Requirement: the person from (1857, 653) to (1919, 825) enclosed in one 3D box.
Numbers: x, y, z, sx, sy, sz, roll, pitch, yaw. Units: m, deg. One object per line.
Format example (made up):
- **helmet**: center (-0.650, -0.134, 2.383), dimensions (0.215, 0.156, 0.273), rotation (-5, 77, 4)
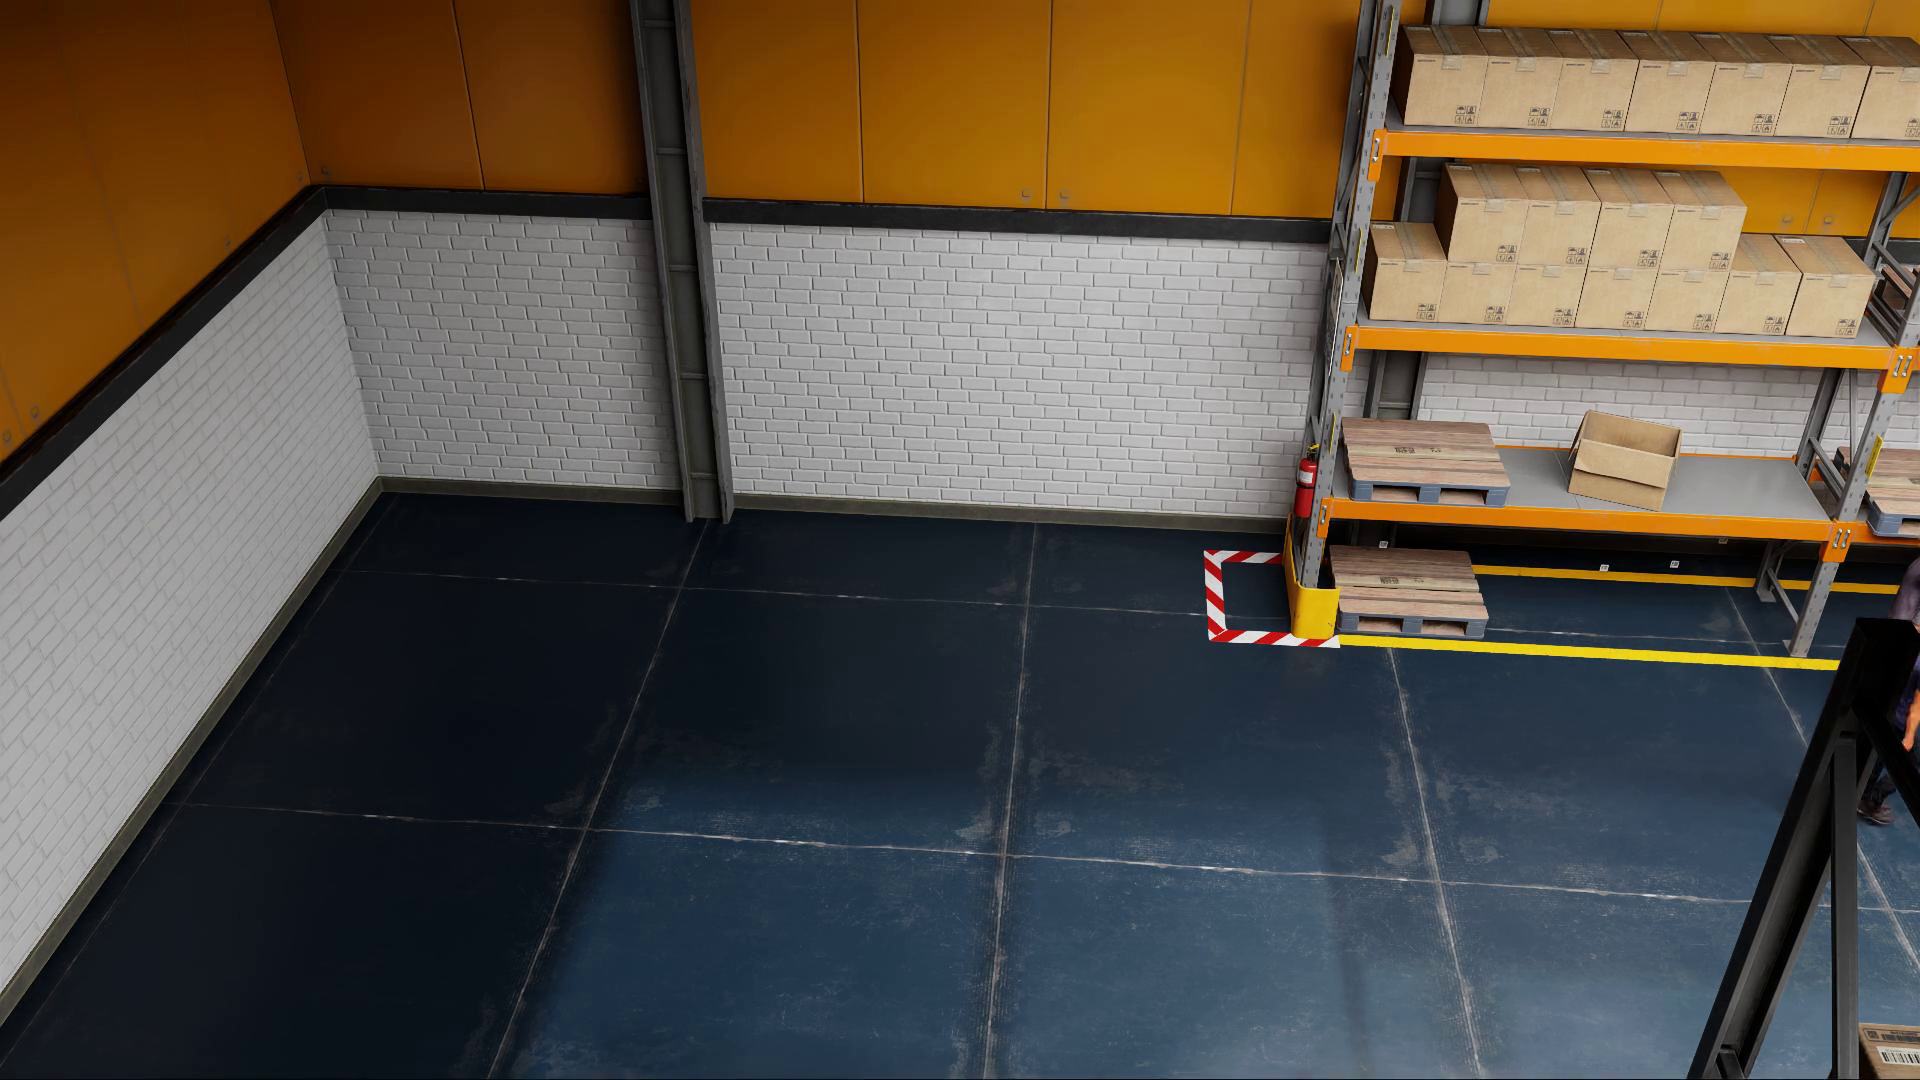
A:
- **person**: center (6.472, 1.225, 11.543), dimensions (0.597, 1.781, 0.692), rotation (6, 34, 8)
